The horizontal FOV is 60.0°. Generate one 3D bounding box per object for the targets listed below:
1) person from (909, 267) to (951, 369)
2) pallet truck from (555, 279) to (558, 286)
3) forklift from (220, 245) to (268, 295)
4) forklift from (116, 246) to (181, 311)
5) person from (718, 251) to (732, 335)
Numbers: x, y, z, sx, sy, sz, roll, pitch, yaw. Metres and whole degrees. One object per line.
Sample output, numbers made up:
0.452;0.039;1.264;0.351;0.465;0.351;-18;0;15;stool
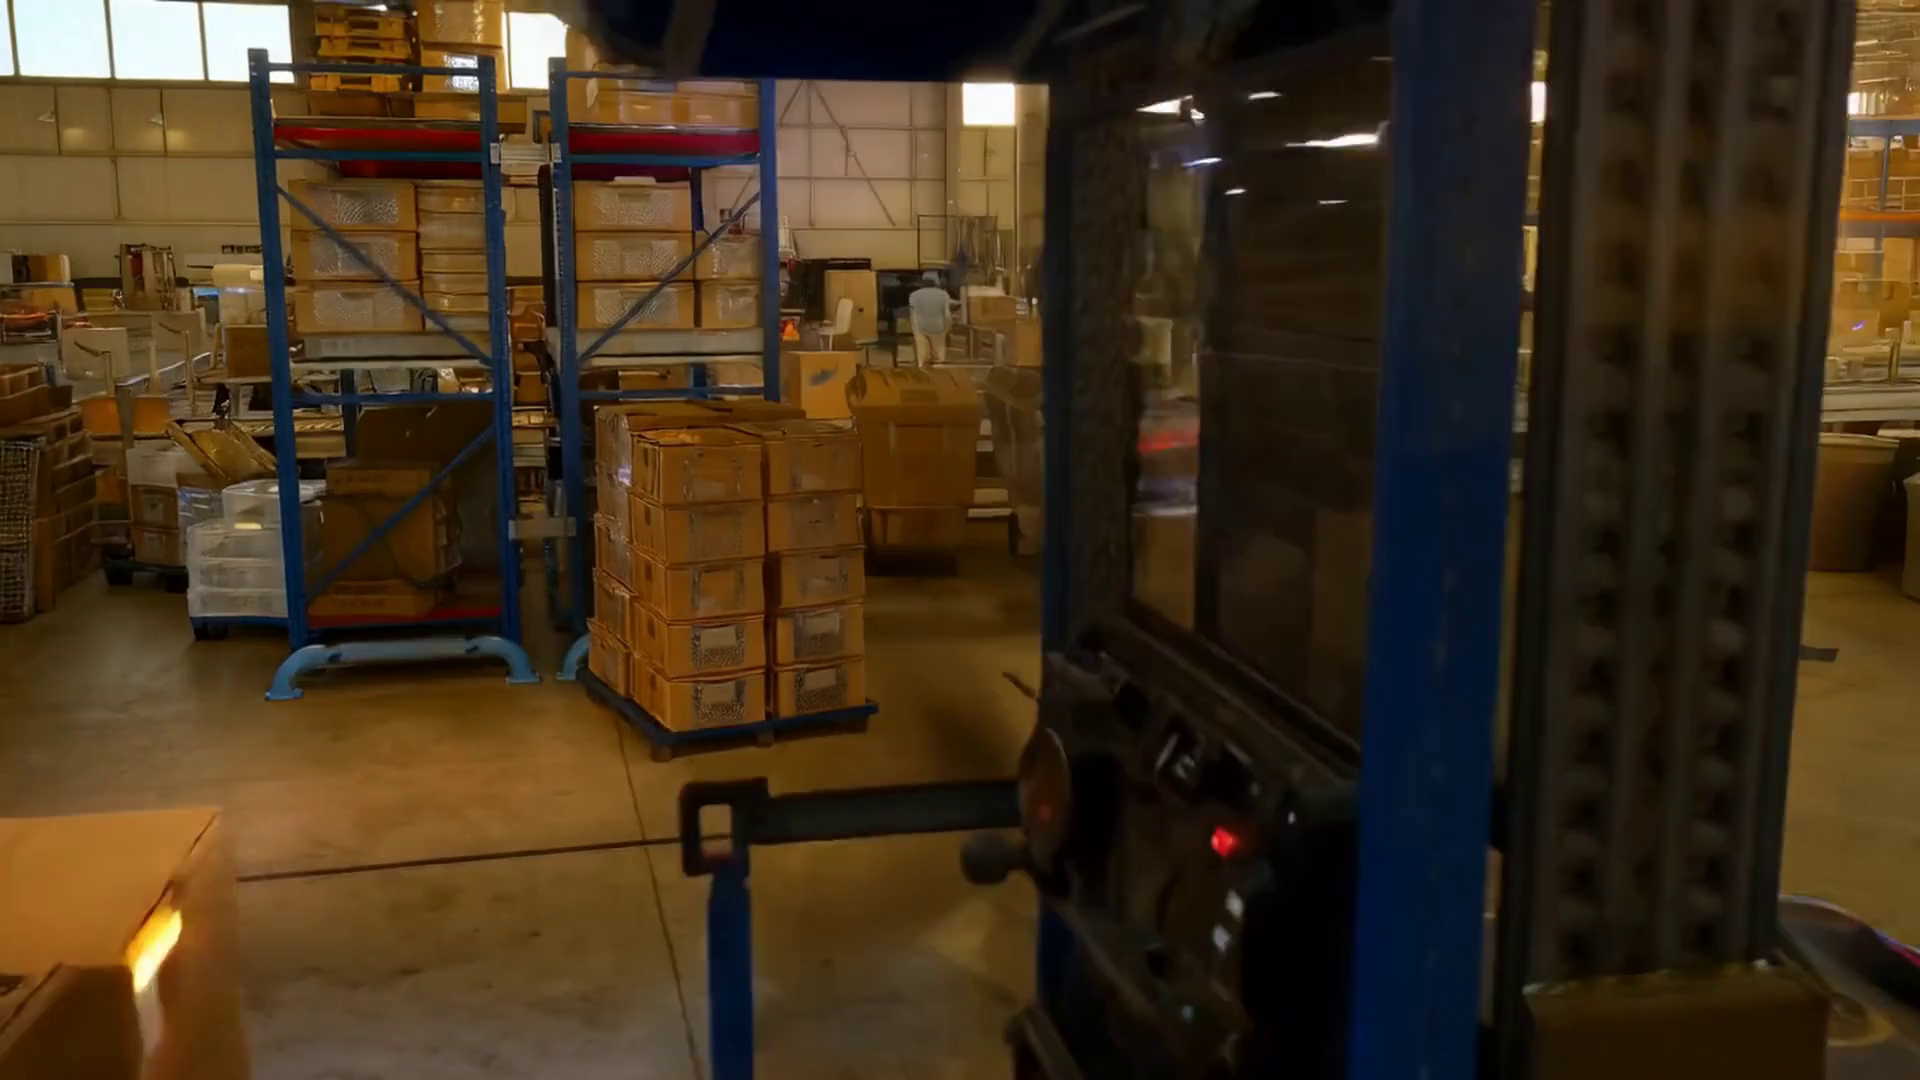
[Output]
-0.410;-2.917;23.438;0.594;1.832;0.403;2;10;12;person
-10.604;-6.375;44.520;0.653;1.274;1.630;-3;10;-15;pallet truck
-17.749;-6.334;41.440;1.157;1.987;2.680;-3;10;-17;forklift
-19.966;-6.232;40.894;1.157;1.987;2.680;-3;10;-15;forklift
-4.340;-4.372;31.112;0.388;2.034;0.605;-2;10;-9;person
